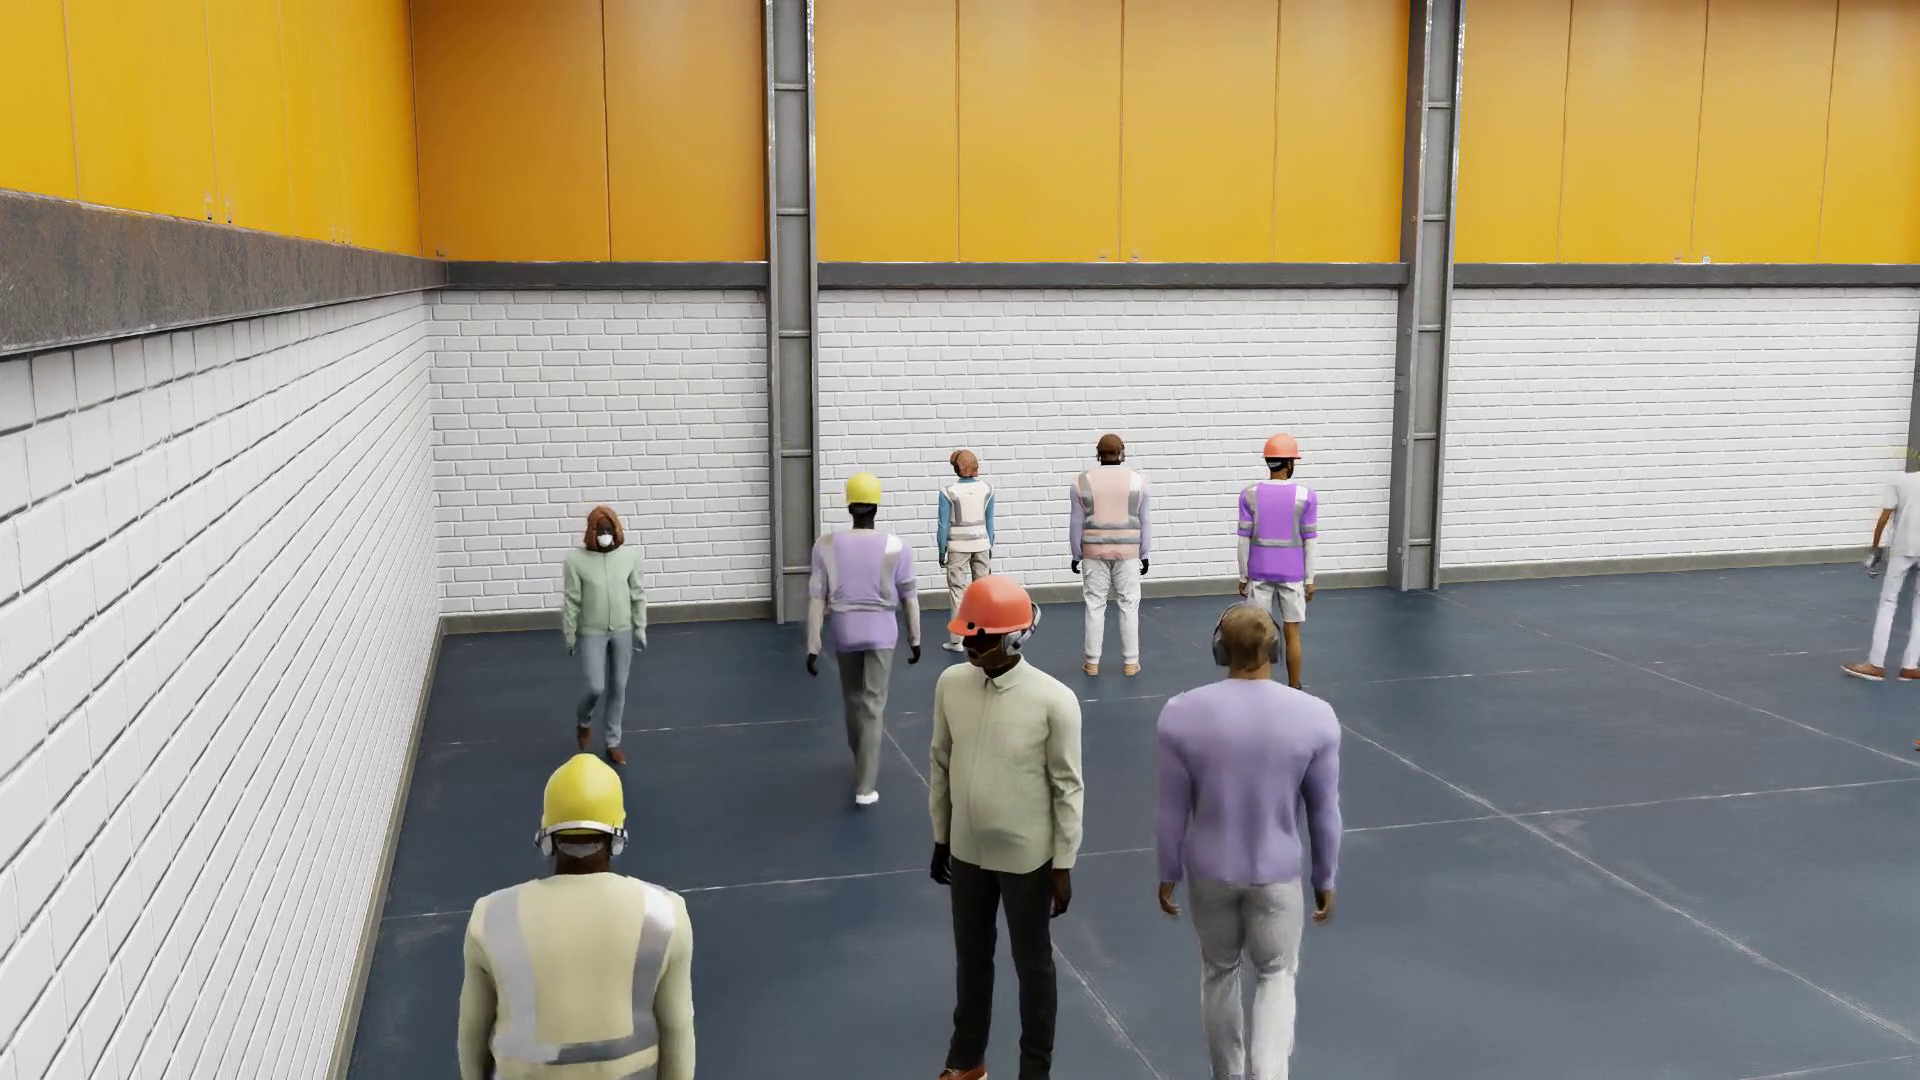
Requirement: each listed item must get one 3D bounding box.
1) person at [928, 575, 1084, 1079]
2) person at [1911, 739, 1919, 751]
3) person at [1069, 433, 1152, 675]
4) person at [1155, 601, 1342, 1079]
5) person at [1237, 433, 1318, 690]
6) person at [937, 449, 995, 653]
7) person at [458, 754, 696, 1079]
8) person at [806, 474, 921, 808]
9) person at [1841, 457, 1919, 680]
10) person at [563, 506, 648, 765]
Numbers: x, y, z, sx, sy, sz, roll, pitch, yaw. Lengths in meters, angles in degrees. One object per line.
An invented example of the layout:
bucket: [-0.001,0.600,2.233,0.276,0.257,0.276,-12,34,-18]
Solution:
person: [0.141,1.098,5.920,0.613,1.991,0.391,6,11,34]
person: [6.435,0.425,10.325,0.708,1.923,0.632,2,9,12]
person: [1.134,0.114,12.552,0.621,1.838,0.429,1,9,5]
person: [0.989,1.171,5.756,0.640,1.911,0.689,2,9,10]
person: [2.194,0.228,11.528,0.547,1.934,0.375,3,10,18]
person: [0.054,0.088,13.355,0.508,1.629,0.314,-4,10,-25]
person: [-0.993,1.453,4.345,0.593,1.796,0.917,-3,10,-17]
person: [-0.549,0.550,9.698,0.633,1.872,0.986,1,9,7]
person: [7.034,0.140,12.416,0.697,1.828,0.414,4,10,21]
person: [-2.199,0.583,10.311,0.497,1.615,0.408,-5,10,-27]
